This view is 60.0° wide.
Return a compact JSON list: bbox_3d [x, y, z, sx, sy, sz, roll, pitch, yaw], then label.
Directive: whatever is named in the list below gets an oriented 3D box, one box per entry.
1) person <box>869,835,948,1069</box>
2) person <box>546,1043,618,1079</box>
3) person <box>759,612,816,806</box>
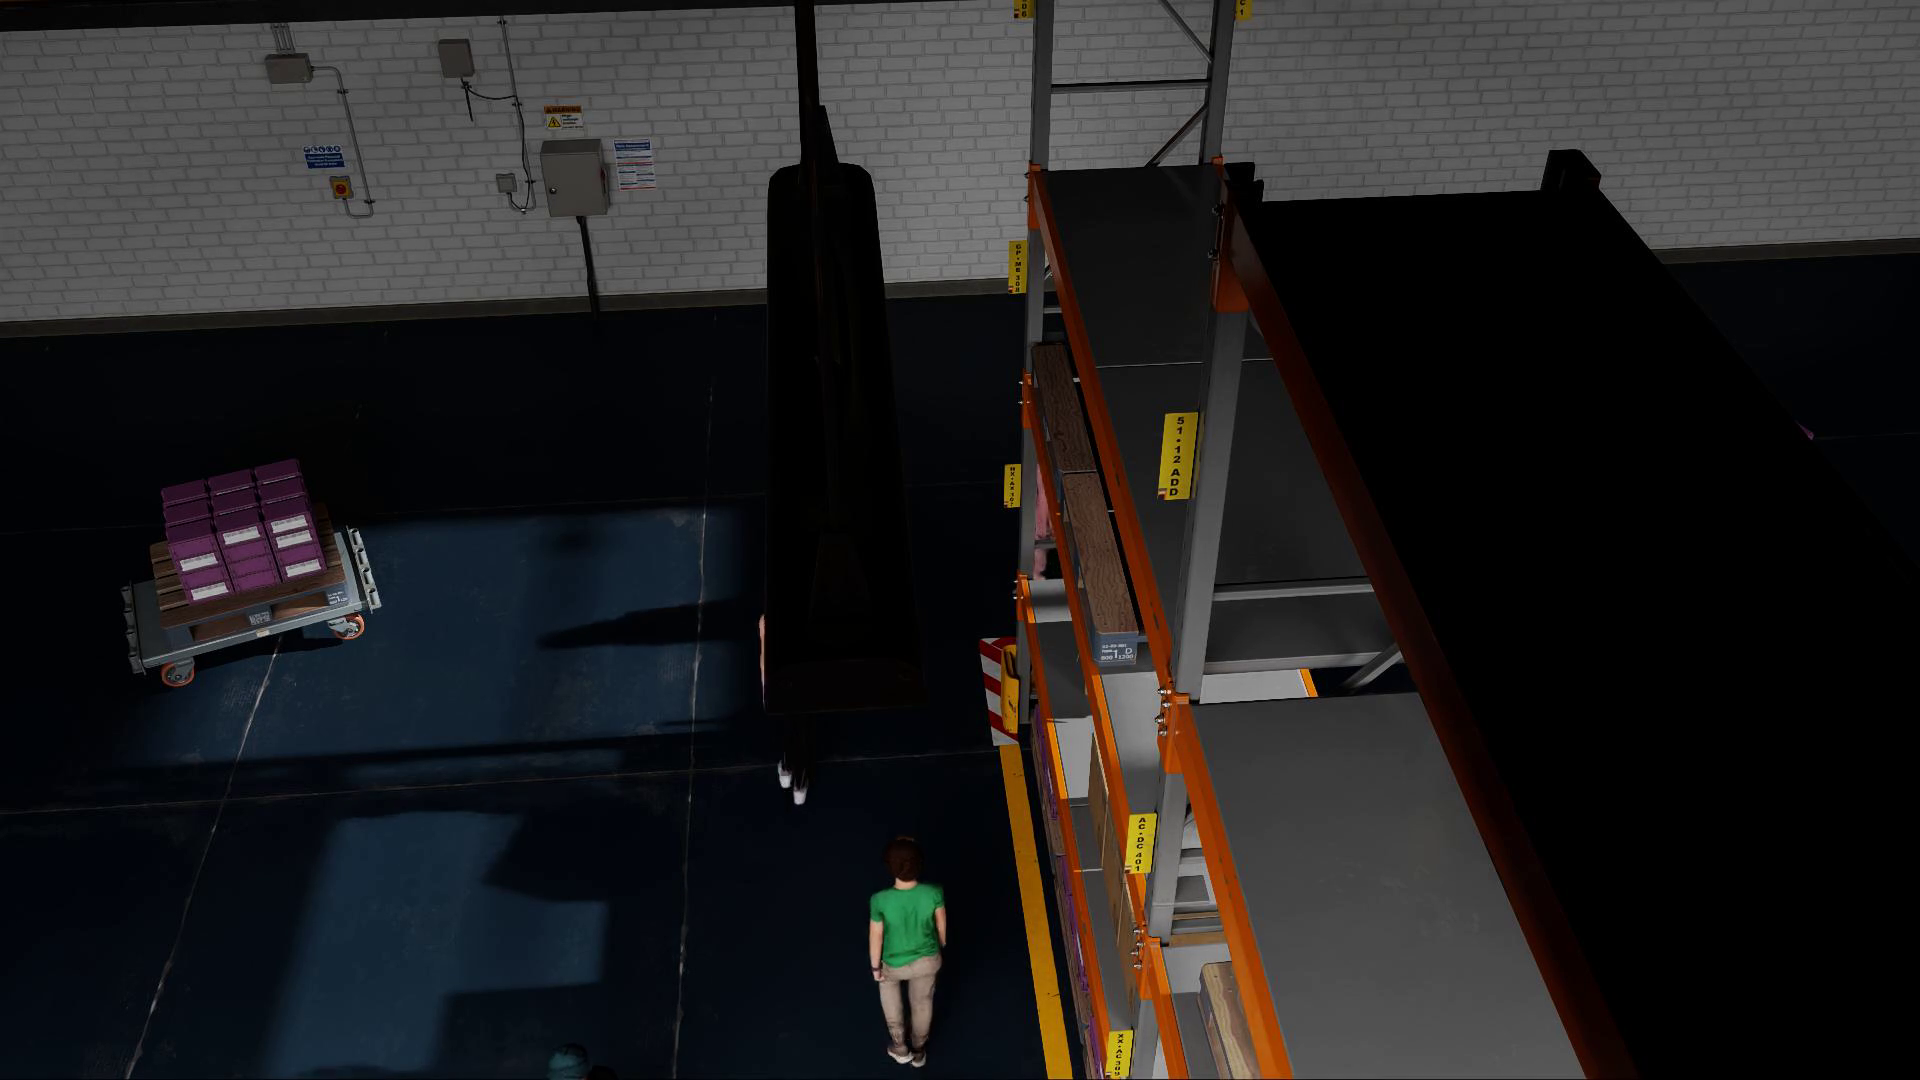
[{"bbox_3d":[-0.247,2.251,8.719,0.583,1.639,0.618,-5,39,-7],"label":"person"},{"bbox_3d":[-1.738,2.923,7.734,0.816,1.817,0.746,26,45,28],"label":"person"},{"bbox_3d":[-1.027,0.939,10.296,0.587,1.720,0.656,-10,40,-12],"label":"person"}]
